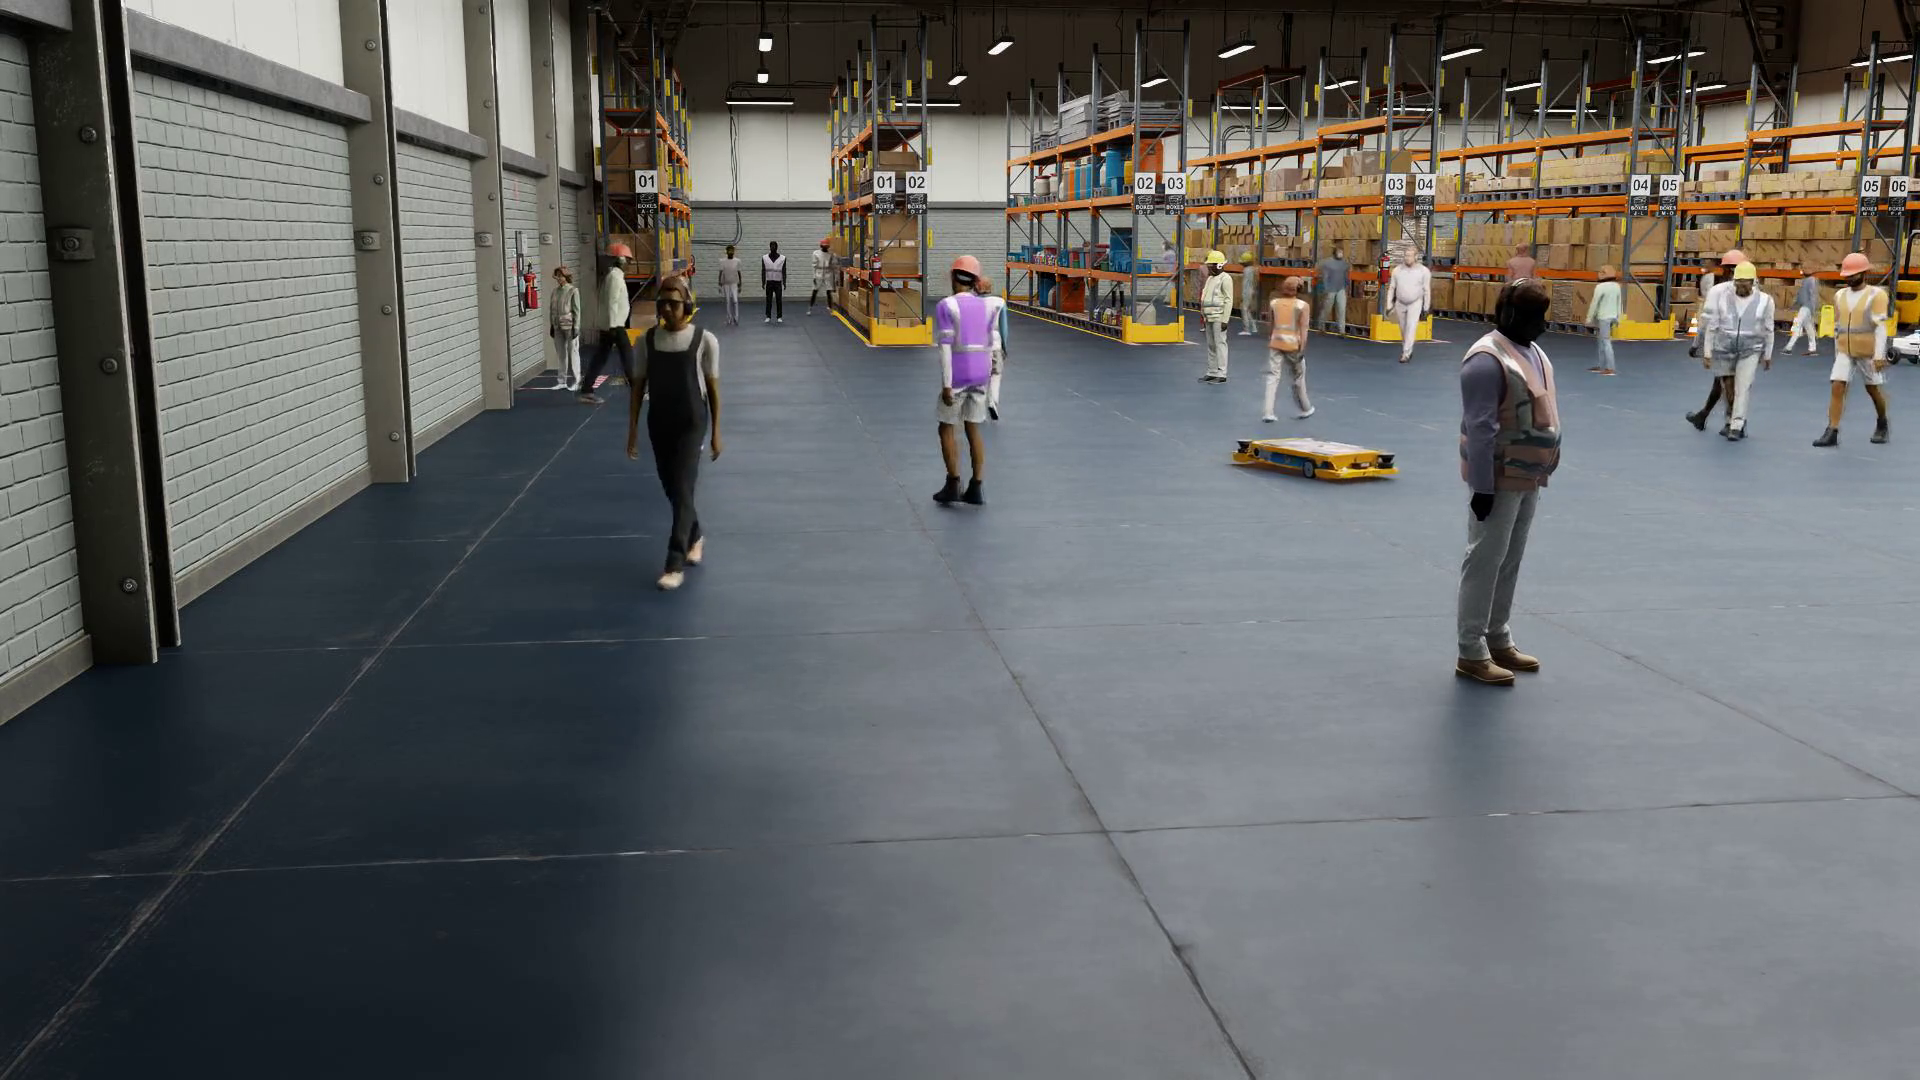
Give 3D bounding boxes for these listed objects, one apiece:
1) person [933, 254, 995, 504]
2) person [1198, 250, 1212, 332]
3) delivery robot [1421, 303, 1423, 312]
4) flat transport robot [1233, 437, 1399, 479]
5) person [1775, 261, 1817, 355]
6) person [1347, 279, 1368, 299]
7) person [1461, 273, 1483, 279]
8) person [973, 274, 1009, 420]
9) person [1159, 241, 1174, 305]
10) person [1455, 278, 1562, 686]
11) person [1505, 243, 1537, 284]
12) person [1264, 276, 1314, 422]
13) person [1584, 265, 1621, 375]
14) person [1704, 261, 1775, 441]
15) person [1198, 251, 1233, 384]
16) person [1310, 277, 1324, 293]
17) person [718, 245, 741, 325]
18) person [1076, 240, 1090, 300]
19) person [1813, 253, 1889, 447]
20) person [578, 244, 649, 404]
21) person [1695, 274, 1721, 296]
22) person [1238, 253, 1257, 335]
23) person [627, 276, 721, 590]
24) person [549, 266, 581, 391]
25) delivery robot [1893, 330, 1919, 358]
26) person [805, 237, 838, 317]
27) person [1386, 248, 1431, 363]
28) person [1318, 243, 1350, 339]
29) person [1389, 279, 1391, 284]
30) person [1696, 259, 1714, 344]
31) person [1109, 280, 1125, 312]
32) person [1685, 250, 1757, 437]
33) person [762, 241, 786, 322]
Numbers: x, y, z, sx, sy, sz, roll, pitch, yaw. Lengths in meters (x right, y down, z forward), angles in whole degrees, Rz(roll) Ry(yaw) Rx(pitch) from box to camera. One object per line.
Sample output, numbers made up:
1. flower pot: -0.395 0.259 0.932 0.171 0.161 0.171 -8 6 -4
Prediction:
1. person: 0.041 -1.223 12.702 0.563 1.890 0.543 -7 12 -34
2. person: 5.295 -5.263 35.267 0.551 1.724 0.800 3 11 16
3. delivery robot: 11.215 -5.769 41.040 0.477 0.478 0.707 -1 10 -7
4. flat transport robot: 3.063 -0.722 14.407 0.652 0.197 1.431 -5 12 -27
5. person: 14.368 -3.959 28.501 0.767 1.603 0.512 3 11 14
6. person: 10.316 -6.795 43.215 0.640 1.909 0.409 -1 10 -5
7. person: 14.087 -7.273 45.549 0.613 2.016 0.860 -4 11 -22
8. person: 0.269 -2.098 18.224 0.531 1.619 0.368 0 10 0
9. person: 6.257 -7.979 49.672 0.510 1.927 0.641 0 10 0
10. person: 2.516 -0.270 7.625 0.429 1.839 0.634 9 13 39
11. person: 11.741 -5.276 34.923 0.646 1.910 0.408 -1 10 -5
12. person: 3.620 -2.103 18.344 0.521 1.592 0.851 8 13 37
13. person: 9.472 -3.248 24.601 0.520 1.606 0.718 -7 12 -34
14. person: 7.877 -1.917 16.823 0.623 1.787 0.914 7 12 32
15. person: 3.525 -3.064 22.960 0.404 1.830 0.603 -3 11 -18
16. person: 9.414 -6.760 43.280 0.599 1.810 0.449 -3 11 -16
17. person: -5.290 -5.838 38.185 0.541 1.833 0.874 -1 10 -7
18. person: 3.524 -7.384 46.352 0.635 1.937 0.352 -3 11 -14
19. person: 8.803 -1.848 16.200 1.009 1.885 0.582 -6 12 -29
20. person: -4.235 -2.622 20.277 0.963 1.945 0.620 -4 11 -23
21. person: 18.901 -6.632 41.949 0.694 2.000 1.014 -1 10 -8
22. person: 5.932 -5.079 34.397 0.348 1.687 0.607 3 11 18
23. person: -1.682 -0.668 9.928 0.528 1.809 0.959 2 10 9
24. person: -5.214 -2.788 21.975 0.514 1.643 0.307 6 12 31
25. delivery robot: 15.121 -3.077 26.278 0.477 0.478 0.707 -2 11 -13
26. person: -3.526 -6.683 42.339 0.852 2.009 0.618 -2 11 -10
27. person: 7.307 -3.824 27.091 0.657 1.865 1.011 6 12 32
28. person: 7.499 -4.996 33.392 0.631 1.904 0.955 -2 11 -11
29. person: 12.683 -7.747 48.574 0.516 1.860 0.325 -2 11 -13
30. person: 14.217 -4.528 31.586 0.484 1.604 0.515 0 10 2
31. person: 4.282 -7.030 45.091 0.546 1.698 0.327 -5 11 -24
32. person: 7.841 -2.027 17.121 0.554 1.881 0.959 -4 11 -19
33. person: -4.422 -6.136 39.566 0.588 1.920 0.391 0 10 -2
